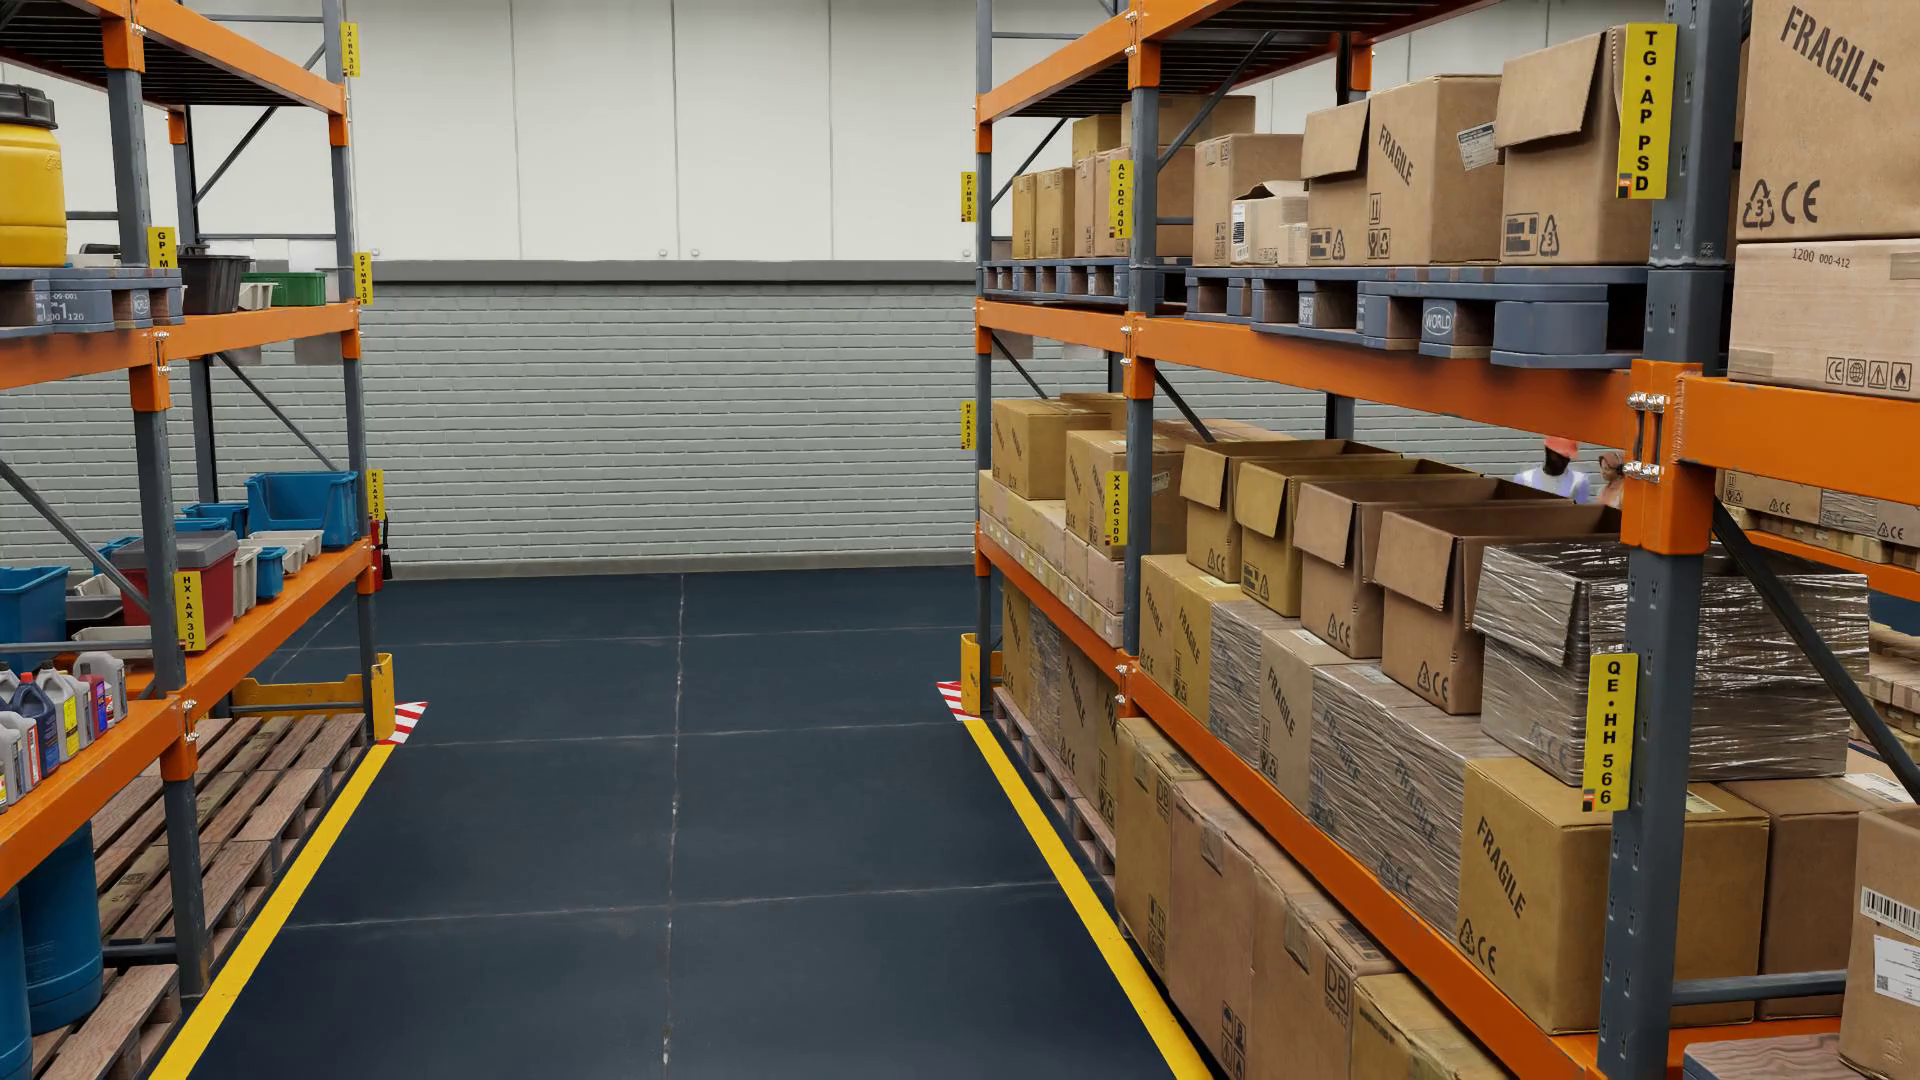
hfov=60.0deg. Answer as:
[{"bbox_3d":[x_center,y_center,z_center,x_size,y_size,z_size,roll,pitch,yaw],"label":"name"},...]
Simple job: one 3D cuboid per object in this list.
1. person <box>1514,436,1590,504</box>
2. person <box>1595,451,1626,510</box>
[{"bbox_3d":[4.371,0.094,12.439,0.585,1.861,1.024,4,10,22],"label":"person"},{"bbox_3d":[5.176,0.100,13.141,0.519,1.622,0.530,-1,9,-8],"label":"person"}]
